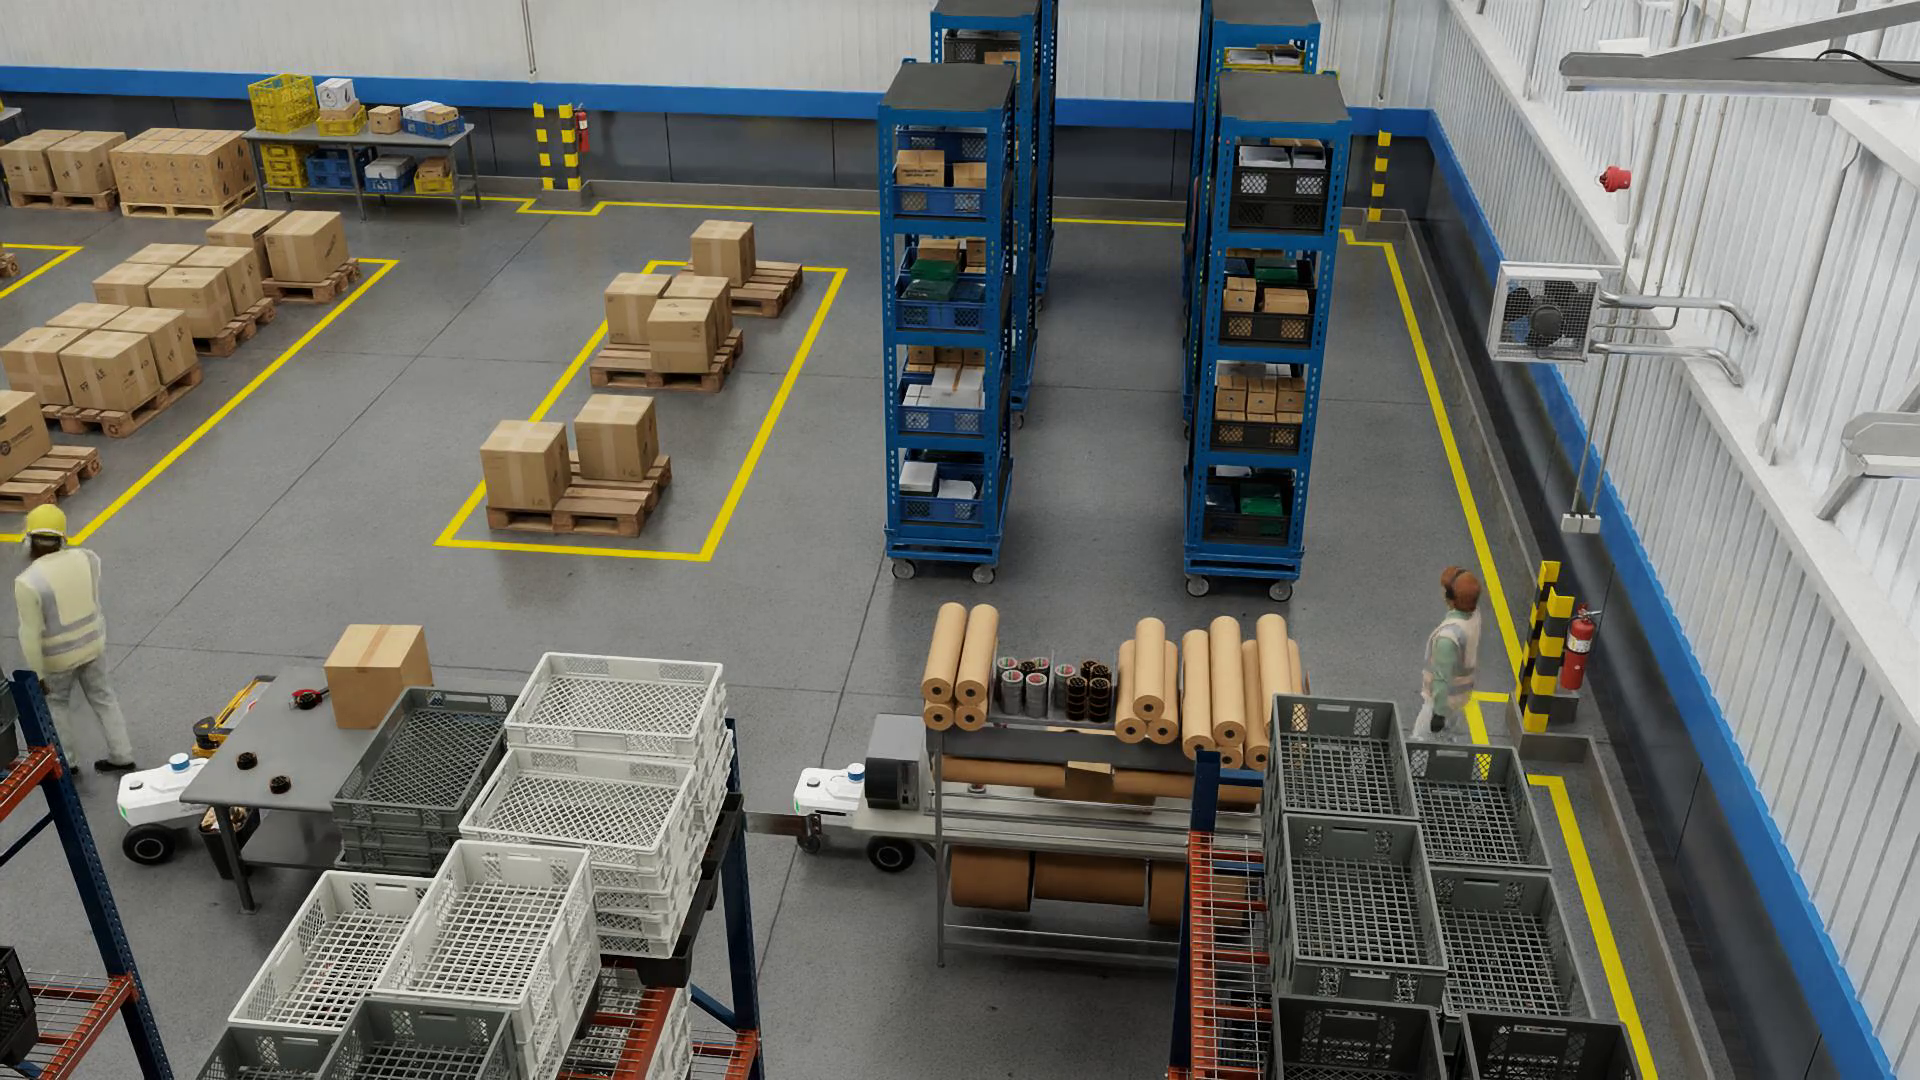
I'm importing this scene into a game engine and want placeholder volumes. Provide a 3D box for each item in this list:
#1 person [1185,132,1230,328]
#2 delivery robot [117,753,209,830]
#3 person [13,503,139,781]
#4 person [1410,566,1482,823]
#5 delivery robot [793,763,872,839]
[{"bbox_3d":[2.446,-2.955,16.020,0.614,1.993,0.395,-16,34,-25],"label":"person"},{"bbox_3d":[-4.523,1.470,9.752,0.707,0.478,0.477,-9,32,-16],"label":"delivery robot"},{"bbox_3d":[-5.403,0.649,10.054,0.587,1.781,0.672,15,33,24],"label":"person"},{"bbox_3d":[2.879,0.922,9.736,0.409,1.612,0.602,19,35,29],"label":"person"},{"bbox_3d":[-0.598,1.518,9.669,0.707,0.478,0.477,4,31,8],"label":"delivery robot"}]
